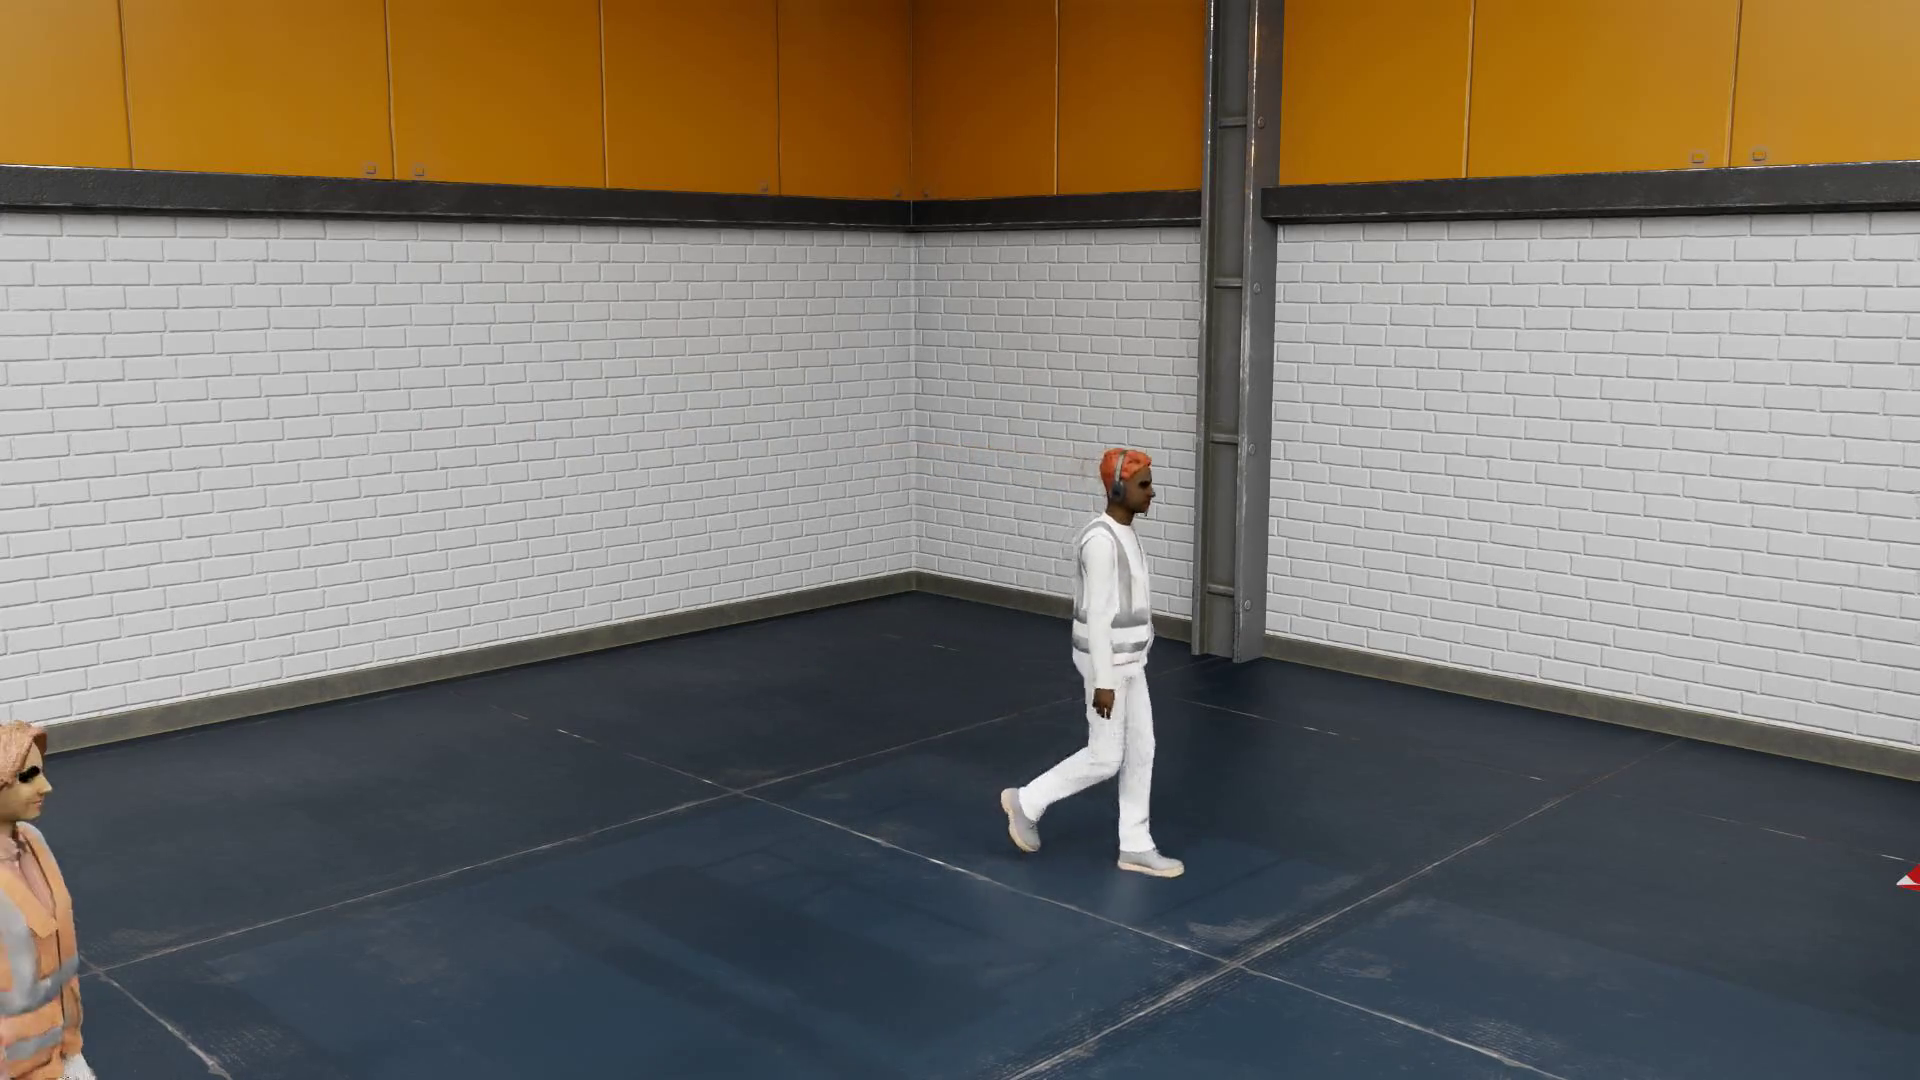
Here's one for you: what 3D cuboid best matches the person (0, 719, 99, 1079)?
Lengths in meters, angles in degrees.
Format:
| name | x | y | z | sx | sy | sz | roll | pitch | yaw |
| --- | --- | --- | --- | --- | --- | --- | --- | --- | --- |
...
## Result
| name | x | y | z | sx | sy | sz | roll | pitch | yaw |
| --- | --- | --- | --- | --- | --- | --- | --- | --- | --- |
| person | -2.231 | 1.200 | 3.776 | 0.757 | 1.609 | 0.517 | -1 | 9 | -6 |

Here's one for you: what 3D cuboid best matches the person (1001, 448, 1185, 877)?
| name | x | y | z | sx | sy | sz | roll | pitch | yaw |
| --- | --- | --- | --- | --- | --- | --- | --- | --- | --- |
| person | 0.584 | 0.527 | 7.135 | 0.716 | 1.862 | 0.584 | 4 | 10 | 22 |
